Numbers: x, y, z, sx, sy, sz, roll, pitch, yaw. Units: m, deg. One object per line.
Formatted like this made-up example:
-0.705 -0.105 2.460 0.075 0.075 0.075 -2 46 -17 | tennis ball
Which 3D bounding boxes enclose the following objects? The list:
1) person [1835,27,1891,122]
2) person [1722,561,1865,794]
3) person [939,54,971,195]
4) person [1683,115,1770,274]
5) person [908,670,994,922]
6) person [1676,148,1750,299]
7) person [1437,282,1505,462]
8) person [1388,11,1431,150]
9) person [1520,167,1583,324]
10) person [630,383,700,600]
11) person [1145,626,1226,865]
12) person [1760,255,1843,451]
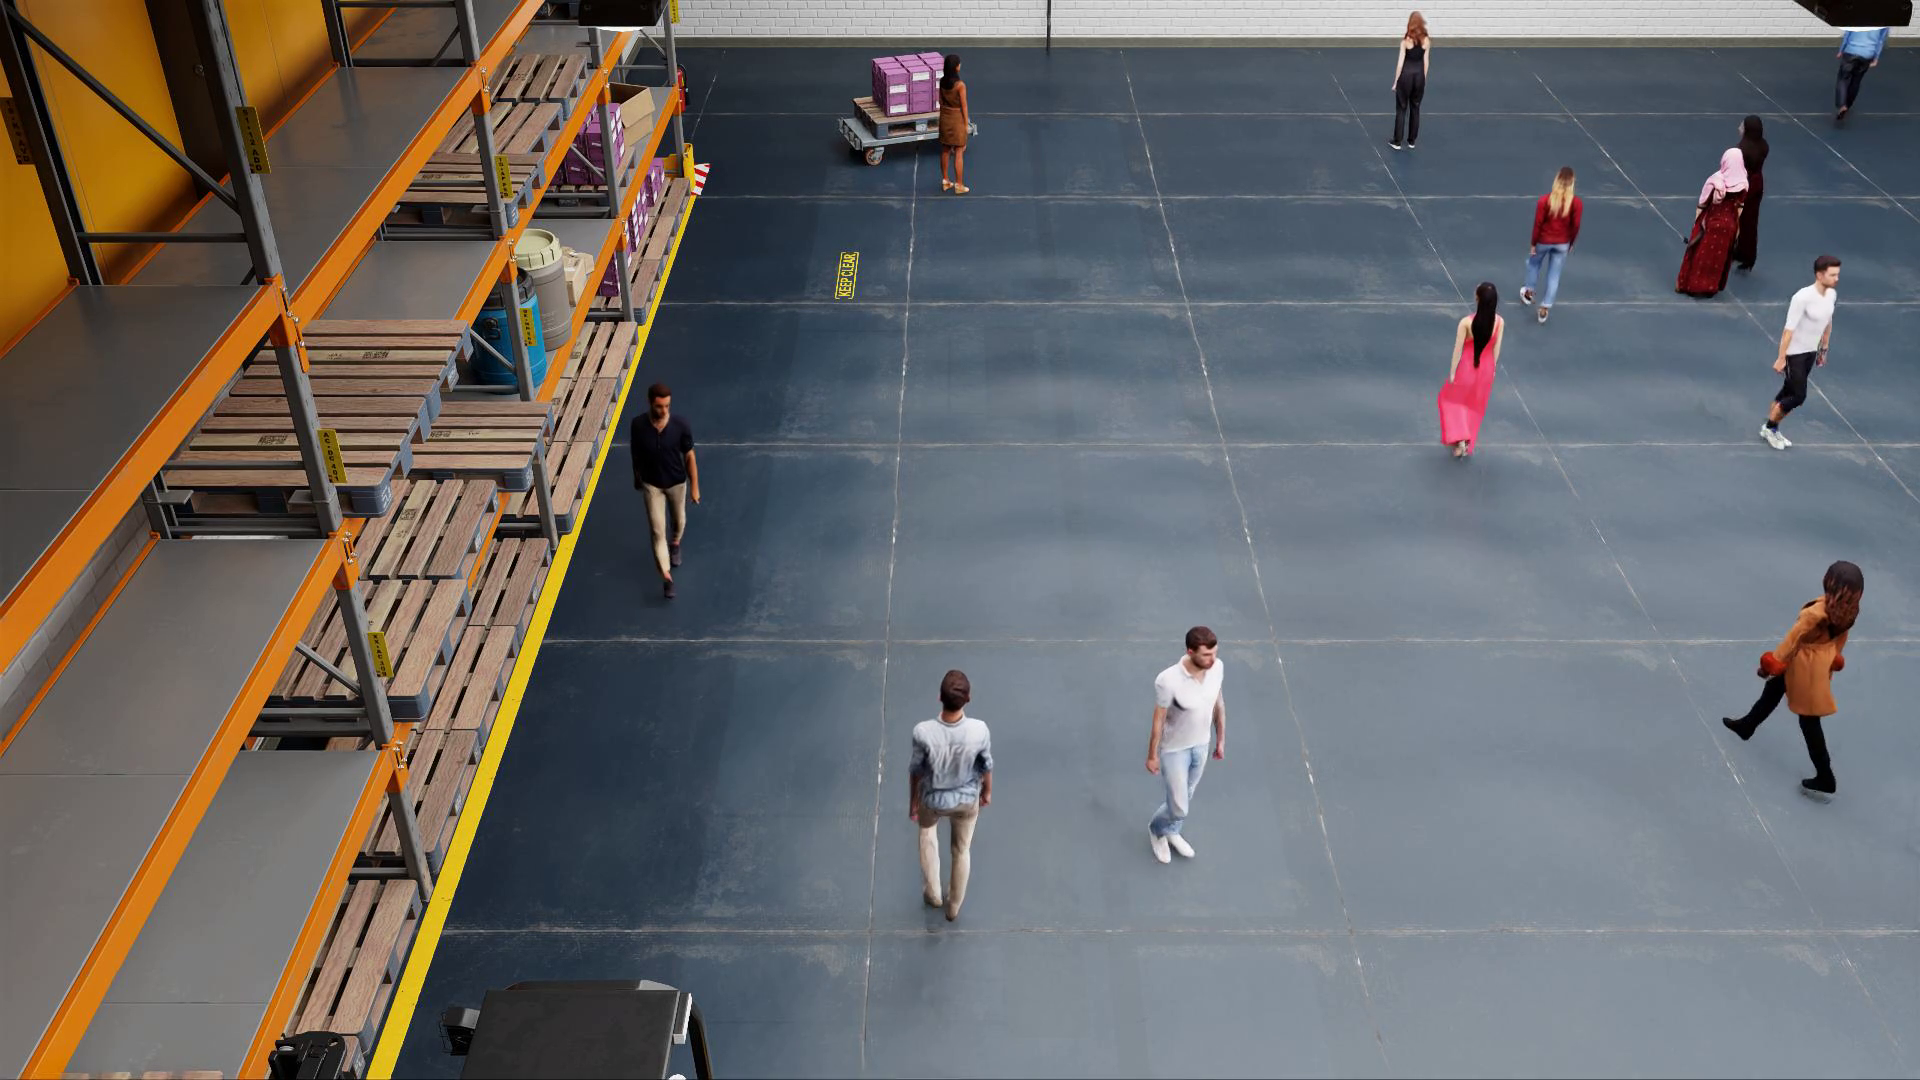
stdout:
11.983 -6.473 22.164 0.937 1.792 1.212 12 36 18 | person
5.730 0.941 11.112 1.092 1.678 1.272 -19 38 -26 | person
-0.086 -5.018 20.066 0.643 1.690 0.689 25 41 33 | person
8.584 -3.727 18.123 1.023 1.691 1.258 -14 36 -21 | person
-0.063 1.608 9.962 0.667 1.840 0.611 -1 34 -2 | person
8.027 -3.359 17.620 0.725 1.634 0.673 6 34 9 | person
4.545 -1.417 14.627 0.603 1.713 0.707 -1 34 -1 | person
5.790 -5.898 21.342 0.593 1.743 0.543 -3 34 -5 | person
6.096 -3.006 17.112 0.735 1.609 0.934 8 34 12 | person
-2.352 -0.500 13.165 0.810 1.804 1.162 -5 34 -7 | person
1.354 1.253 10.500 0.797 1.837 0.820 -19 38 -27 | person
7.493 -1.727 14.976 0.797 1.843 0.809 -18 38 -25 | person
